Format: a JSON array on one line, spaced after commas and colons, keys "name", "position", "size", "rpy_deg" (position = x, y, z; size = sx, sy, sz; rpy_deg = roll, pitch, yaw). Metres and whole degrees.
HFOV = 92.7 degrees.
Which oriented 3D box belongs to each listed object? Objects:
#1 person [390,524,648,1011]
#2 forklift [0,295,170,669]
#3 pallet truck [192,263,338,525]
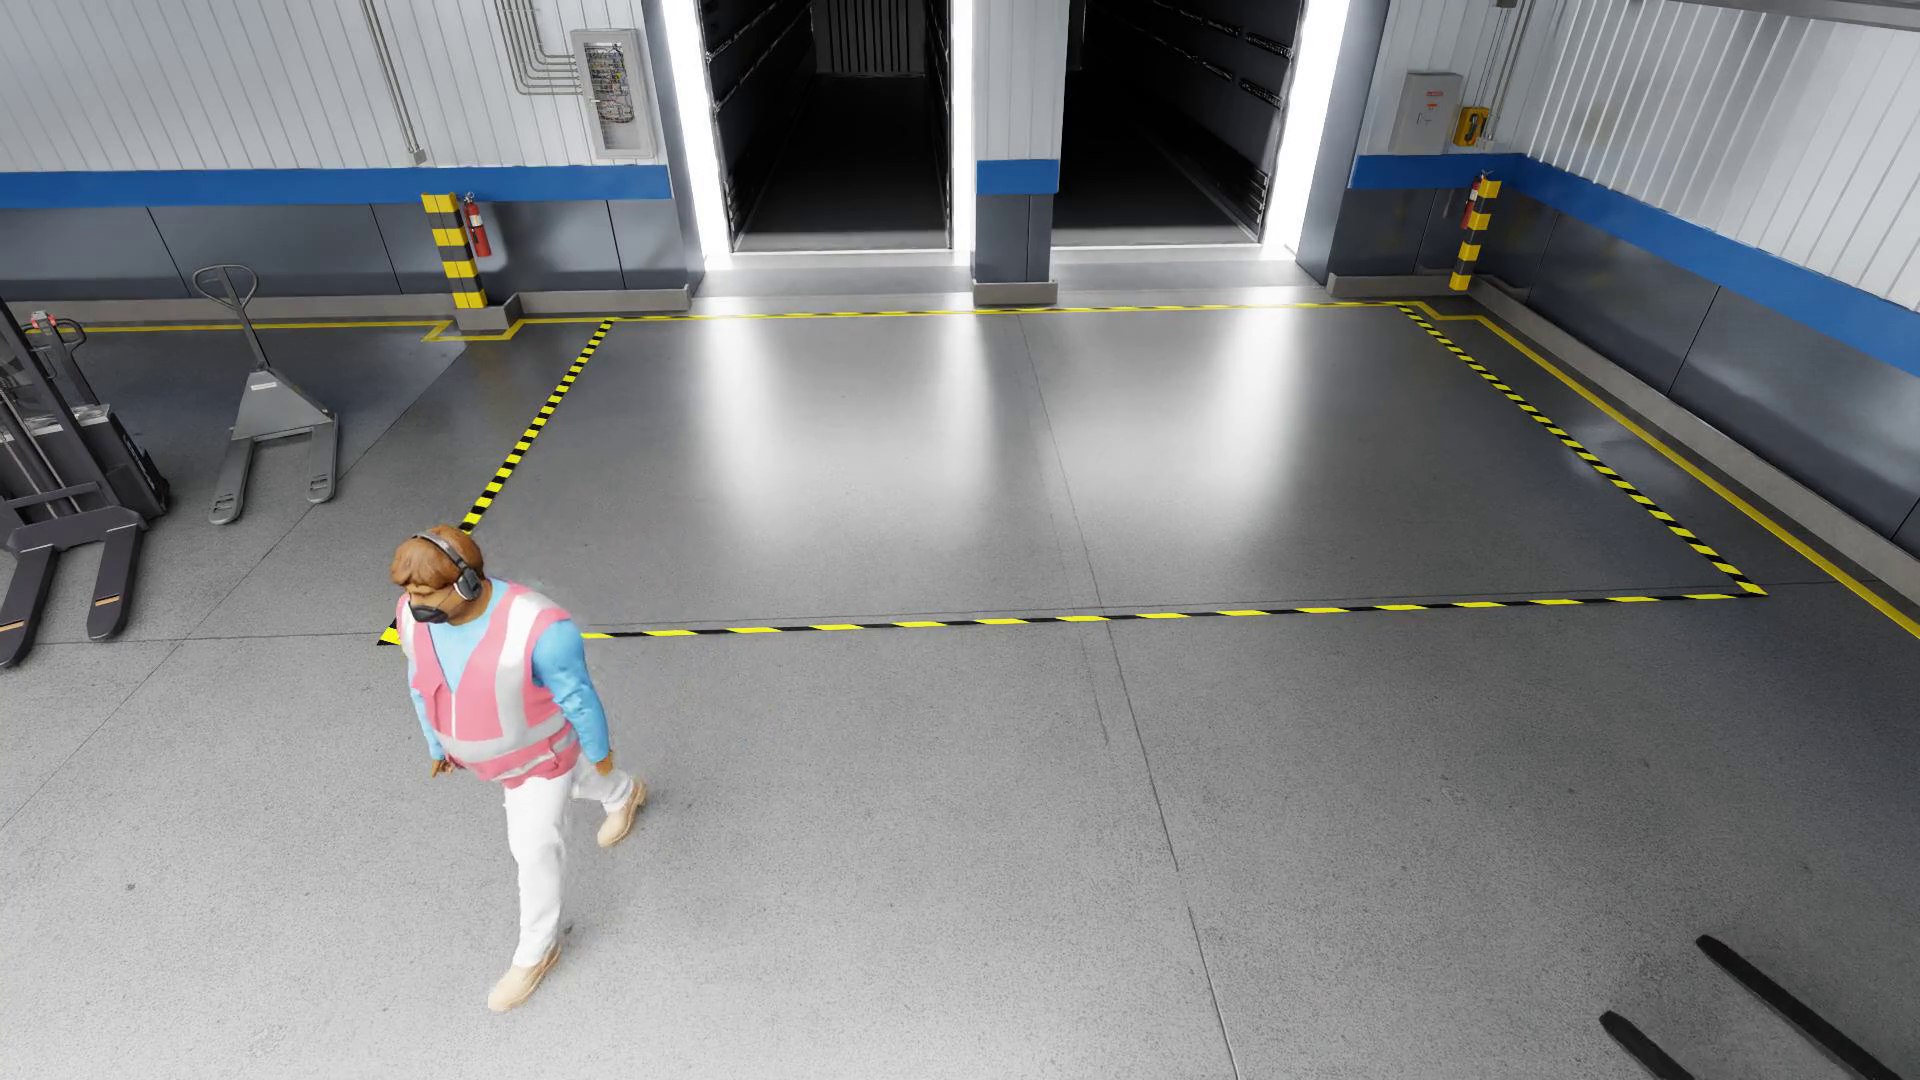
[{"name": "person", "position": [-1.536, 0.695, 3.175], "size": [0.634, 1.788, 1.013], "rpy_deg": [11, 36, 16]}, {"name": "forklift", "position": [-5.212, -0.618, 4.878], "size": [0.823, 1.965, 1.885], "rpy_deg": [-20, 39, -26]}, {"name": "pallet truck", "position": [-4.778, -1.027, 6.128], "size": [0.680, 1.201, 1.601], "rpy_deg": [-17, 38, -23]}]
